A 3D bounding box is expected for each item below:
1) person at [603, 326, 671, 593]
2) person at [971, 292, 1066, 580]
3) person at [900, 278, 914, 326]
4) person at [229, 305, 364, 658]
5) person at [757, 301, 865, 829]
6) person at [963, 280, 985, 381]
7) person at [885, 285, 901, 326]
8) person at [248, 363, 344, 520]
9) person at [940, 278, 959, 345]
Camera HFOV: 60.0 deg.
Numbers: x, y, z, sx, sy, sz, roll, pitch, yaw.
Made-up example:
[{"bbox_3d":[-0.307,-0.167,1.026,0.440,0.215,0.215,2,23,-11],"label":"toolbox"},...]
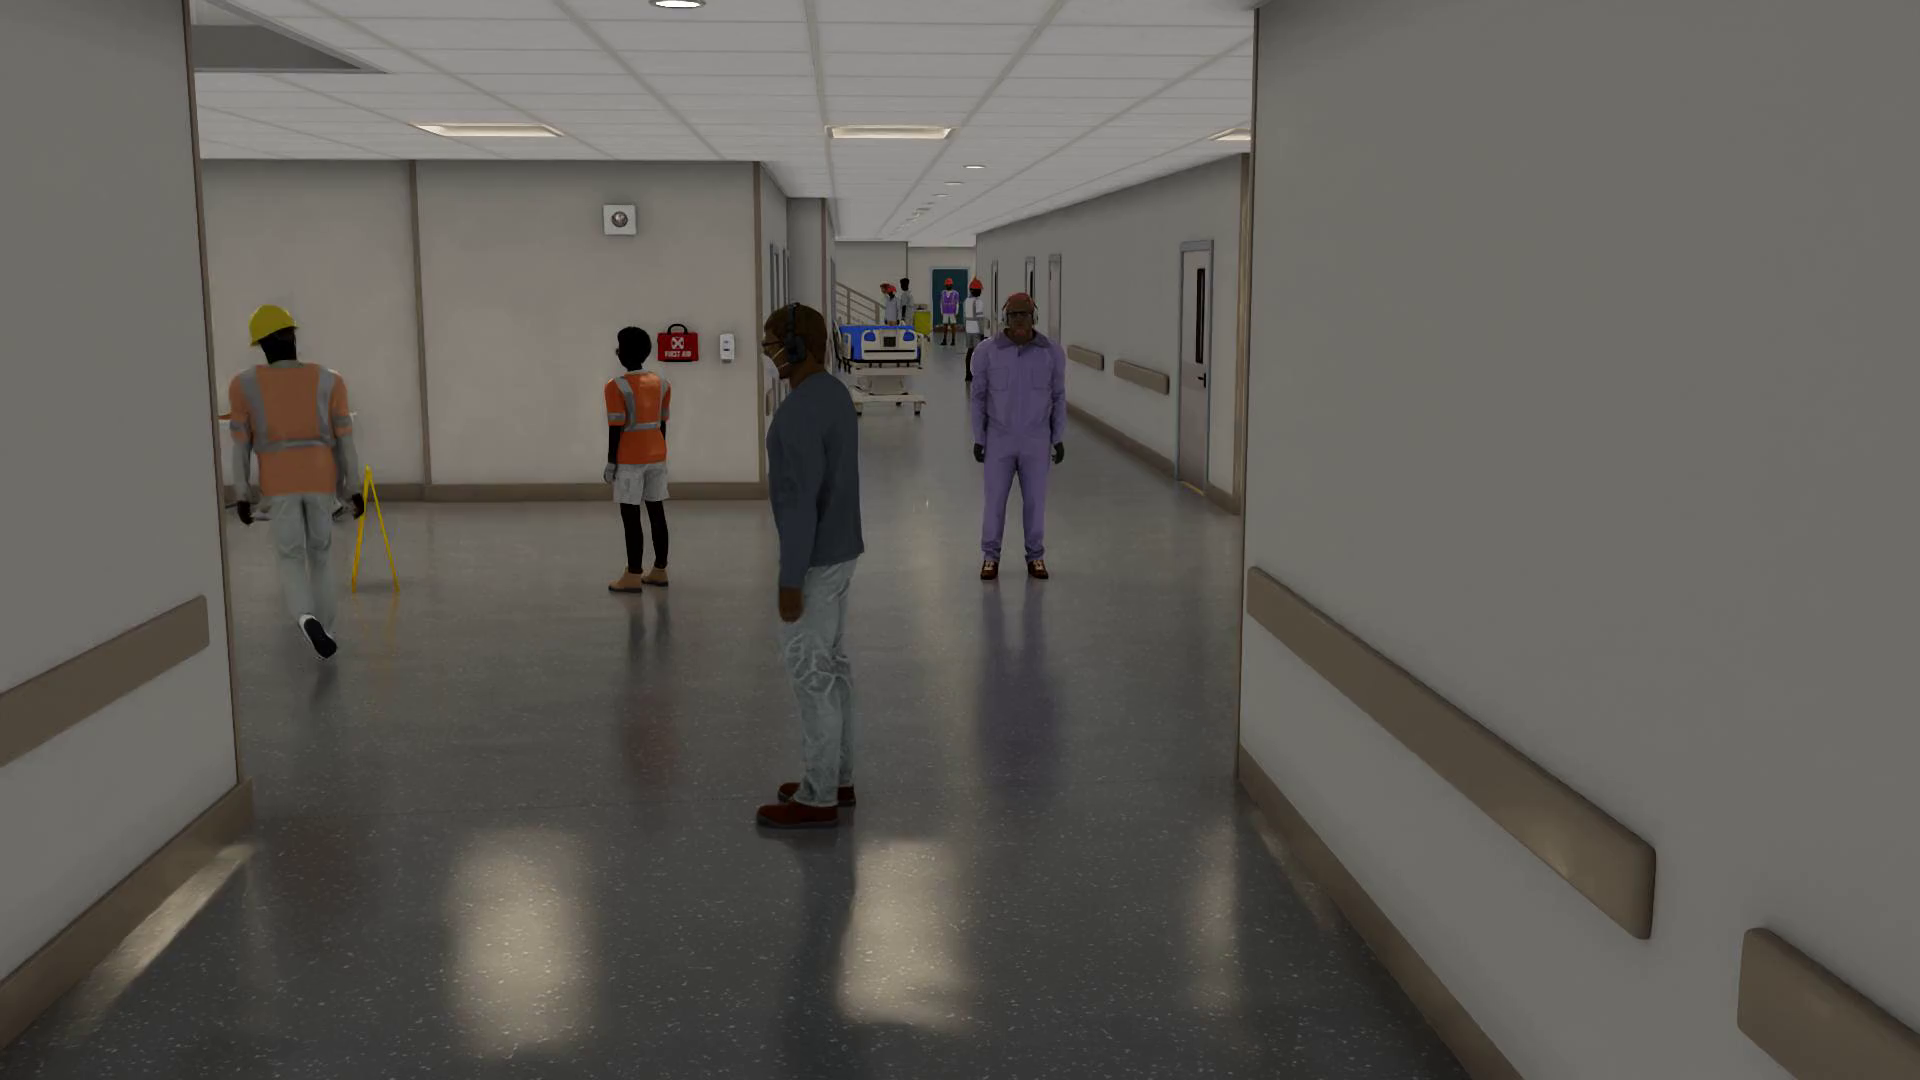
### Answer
[{"bbox_3d":[-2.066,-0.512,10.643,0.318,1.700,0.535,6,11,33],"label":"person"},{"bbox_3d":[0.392,-0.684,11.073,0.643,1.909,0.400,0,9,-2],"label":"person"},{"bbox_3d":[-1.394,-5.851,43.371,0.387,1.954,0.610,3,10,18],"label":"person"},{"bbox_3d":[-3.488,-0.301,8.786,0.647,1.877,0.844,-5,10,-27],"label":"person"},{"bbox_3d":[-0.547,0.093,6.134,0.377,1.931,0.636,1,9,7],"label":"person"},{"bbox_3d":[0.296,-3.994,31.760,0.356,1.937,0.552,-7,11,-36],"label":"person"},{"bbox_3d":[-1.805,-5.887,44.216,0.332,1.750,0.573,-9,13,-44],"label":"person"},{"bbox_3d":[-5.481,-0.934,13.602,0.858,1.605,0.517,0,9,-1],"label":"person"},{"bbox_3d":[-0.309,-6.574,47.951,0.547,1.938,0.377,3,9,17],"label":"person"}]
